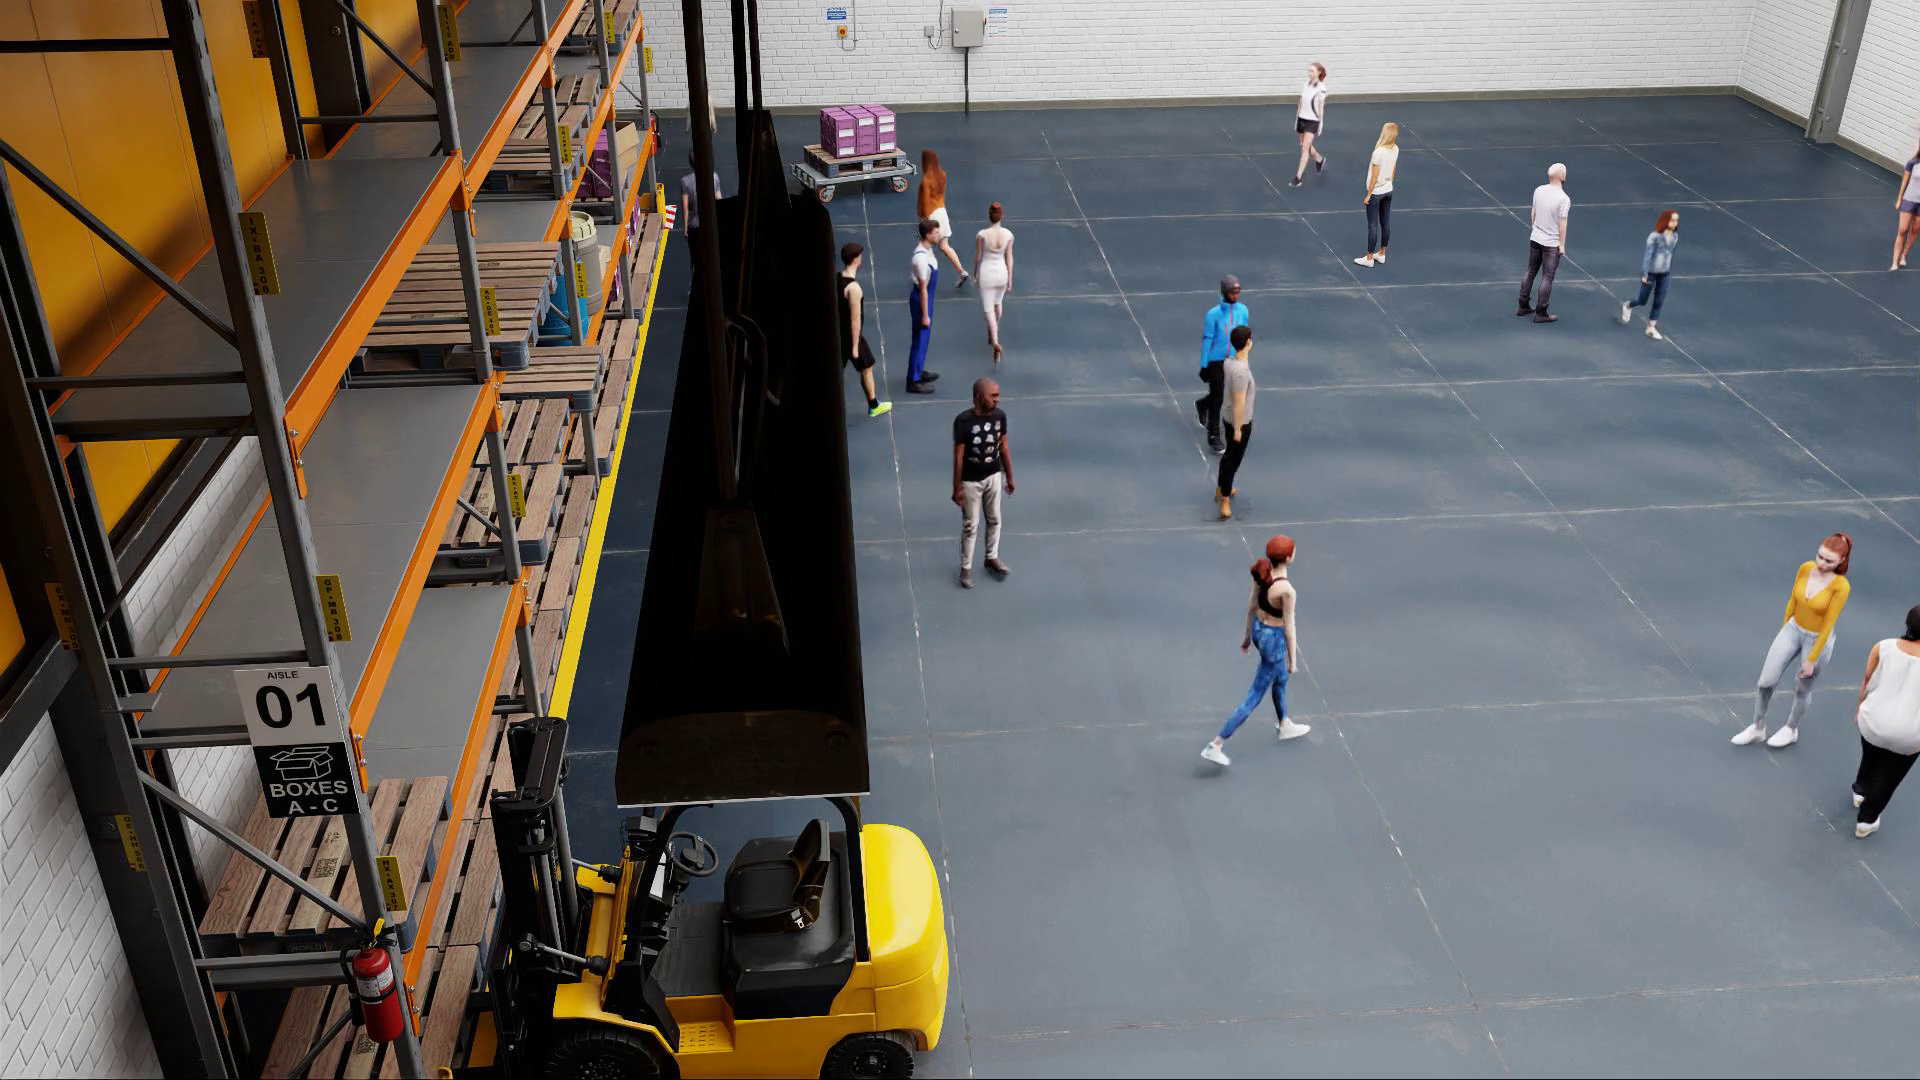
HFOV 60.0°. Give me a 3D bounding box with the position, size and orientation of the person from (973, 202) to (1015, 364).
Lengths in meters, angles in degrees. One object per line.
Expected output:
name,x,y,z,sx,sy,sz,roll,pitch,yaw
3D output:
person,0.361,-2.746,17.974,0.631,1.754,1.083,-5,29,-9

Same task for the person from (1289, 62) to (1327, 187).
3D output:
person,5.085,-5.997,23.965,1.058,1.724,1.088,-23,36,-36

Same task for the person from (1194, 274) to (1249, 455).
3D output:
person,2.500,-1.751,16.132,0.813,1.771,1.054,-8,30,-14

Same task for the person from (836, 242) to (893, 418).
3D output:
person,-1.198,-1.989,16.489,1.153,1.847,1.241,-20,34,-32

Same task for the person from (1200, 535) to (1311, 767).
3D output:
person,2.055,0.805,11.477,0.959,1.742,1.222,-13,31,-23

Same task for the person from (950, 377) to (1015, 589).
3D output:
person,0.166,-0.505,13.817,0.800,1.800,0.778,-10,30,-18

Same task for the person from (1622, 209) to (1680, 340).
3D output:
person,7.823,-3.032,18.803,0.642,1.461,0.881,-7,29,-13

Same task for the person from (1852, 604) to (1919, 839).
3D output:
person,6.067,1.202,10.826,0.938,1.668,0.883,-22,35,-34

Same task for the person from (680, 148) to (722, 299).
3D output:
person,-2.995,-3.688,19.546,0.810,1.902,0.907,-12,31,-22

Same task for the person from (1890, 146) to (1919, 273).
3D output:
person,11.931,-4.207,20.719,0.924,1.690,1.093,12,31,21

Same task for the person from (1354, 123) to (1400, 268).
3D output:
person,5.269,-4.327,20.815,0.667,1.808,0.676,-20,34,-31

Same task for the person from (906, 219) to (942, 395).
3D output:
person,-0.394,-2.450,17.339,0.731,1.843,0.594,4,29,6

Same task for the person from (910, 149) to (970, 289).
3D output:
person,-0.239,-3.849,20.058,1.119,1.694,1.039,23,36,36

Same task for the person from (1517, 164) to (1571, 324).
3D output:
person,6.744,-3.434,19.153,0.797,1.833,0.659,-14,31,-23

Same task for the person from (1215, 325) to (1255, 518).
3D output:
person,2.468,-1.069,14.967,0.884,1.688,0.488,5,29,9

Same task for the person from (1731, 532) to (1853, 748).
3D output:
person,5.993,0.713,11.654,0.801,1.734,0.794,-15,32,-25
